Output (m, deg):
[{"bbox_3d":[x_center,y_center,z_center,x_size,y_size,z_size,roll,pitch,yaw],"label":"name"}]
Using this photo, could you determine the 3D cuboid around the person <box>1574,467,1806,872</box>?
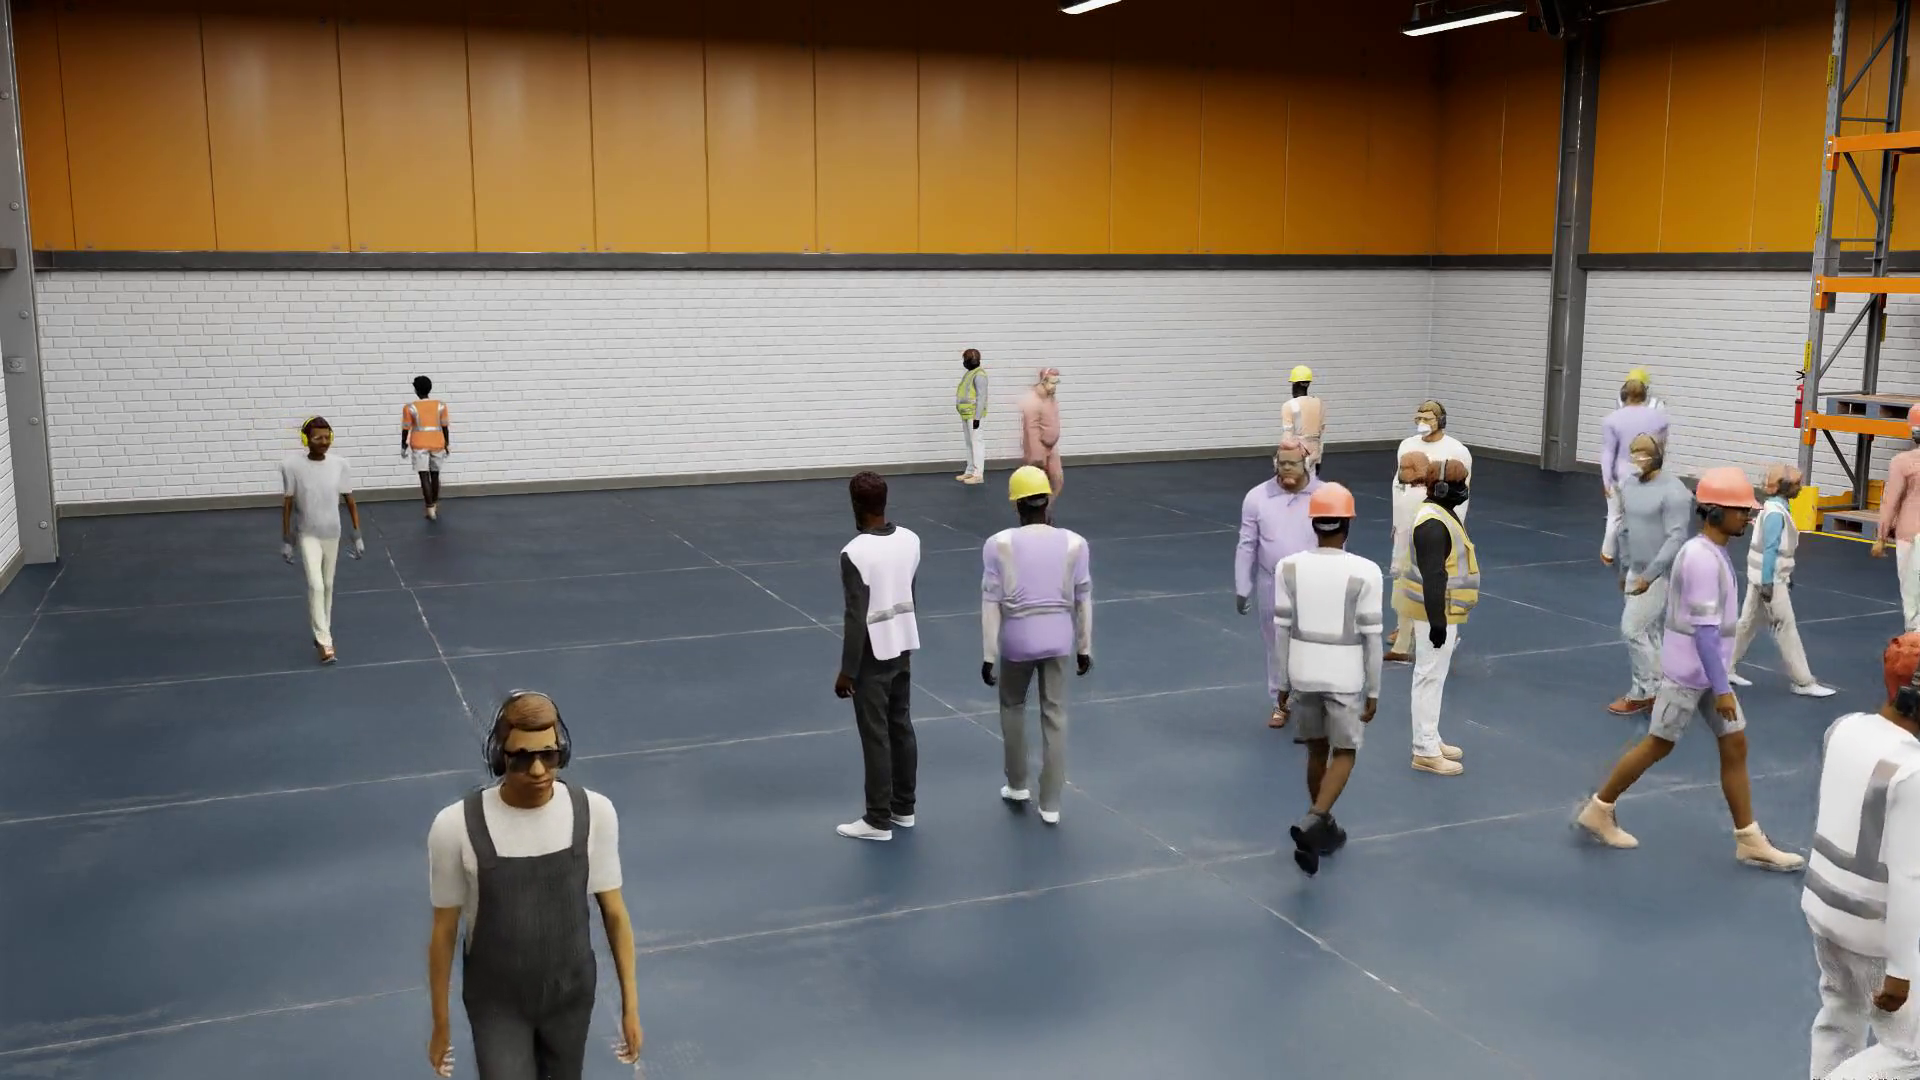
[{"bbox_3d":[3.620,0.625,8.231,1.062,1.998,0.608,6,11,33],"label":"person"}]

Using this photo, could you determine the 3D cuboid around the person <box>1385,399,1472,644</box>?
[{"bbox_3d":[3.614,-0.117,12.857,0.370,1.940,0.627,-9,13,-44],"label":"person"}]

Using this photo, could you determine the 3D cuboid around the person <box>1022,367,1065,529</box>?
[{"bbox_3d":[0.918,-0.988,18.377,0.488,1.863,0.702,5,11,29],"label":"person"}]

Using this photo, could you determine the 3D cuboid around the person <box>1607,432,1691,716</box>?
[{"bbox_3d":[4.509,0.241,10.859,0.555,1.892,0.668,-1,9,-8],"label":"person"}]

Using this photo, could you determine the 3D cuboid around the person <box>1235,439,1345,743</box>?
[{"bbox_3d":[2.055,0.312,10.437,0.676,1.876,0.791,3,10,19],"label":"person"}]

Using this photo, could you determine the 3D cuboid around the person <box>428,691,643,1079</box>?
[{"bbox_3d":[-1.124,1.319,4.509,0.548,1.818,0.788,-5,11,-29],"label":"person"}]

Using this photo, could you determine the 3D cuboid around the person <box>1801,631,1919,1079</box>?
[{"bbox_3d":[2.764,1.189,5.145,0.482,1.871,0.611,0,9,-2],"label":"person"}]

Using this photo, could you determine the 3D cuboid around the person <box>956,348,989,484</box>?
[{"bbox_3d":[0.160,-1.692,22.698,0.429,1.844,0.626,-3,10,-17],"label":"person"}]

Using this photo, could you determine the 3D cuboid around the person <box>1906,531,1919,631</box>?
[{"bbox_3d":[6.221,0.456,10.416,0.524,1.602,0.725,6,11,34],"label":"person"}]

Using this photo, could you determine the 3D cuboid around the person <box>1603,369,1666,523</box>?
[{"bbox_3d":[7.666,-1.042,18.896,0.611,1.782,0.905,8,12,41],"label":"person"}]

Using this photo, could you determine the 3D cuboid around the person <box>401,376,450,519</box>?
[{"bbox_3d":[-6.311,-1.097,19.589,0.550,1.662,0.712,-7,12,-35],"label":"person"}]

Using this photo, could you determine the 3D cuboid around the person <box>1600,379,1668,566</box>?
[{"bbox_3d":[6.442,-0.605,15.995,0.629,1.882,1.039,1,9,8],"label":"person"}]

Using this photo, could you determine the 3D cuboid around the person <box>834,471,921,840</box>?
[{"bbox_3d":[-0.416,0.599,8.600,0.393,1.915,0.587,6,11,32],"label":"person"}]

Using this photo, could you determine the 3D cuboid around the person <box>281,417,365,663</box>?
[{"bbox_3d":[-4.762,-0.002,12.487,0.544,1.829,0.886,-8,12,-39],"label":"person"}]

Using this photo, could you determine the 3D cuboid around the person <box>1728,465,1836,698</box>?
[{"bbox_3d":[5.660,0.277,11.531,0.780,1.598,0.533,4,10,24],"label":"person"}]

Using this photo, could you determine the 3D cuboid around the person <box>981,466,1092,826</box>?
[{"bbox_3d":[0.398,0.546,8.961,0.625,1.892,0.735,-2,10,-10],"label":"person"}]

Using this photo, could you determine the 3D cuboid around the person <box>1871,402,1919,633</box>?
[{"bbox_3d":[7.043,-0.029,12.213,0.612,1.974,0.459,-1,9,-9],"label":"person"}]

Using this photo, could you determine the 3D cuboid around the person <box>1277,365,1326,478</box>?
[{"bbox_3d":[3.546,-0.857,17.379,0.594,1.924,0.379,-6,11,-34],"label":"person"}]

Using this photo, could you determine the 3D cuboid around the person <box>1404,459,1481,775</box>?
[{"bbox_3d":[2.831,0.437,9.798,0.429,1.844,0.626,3,10,18],"label":"person"}]

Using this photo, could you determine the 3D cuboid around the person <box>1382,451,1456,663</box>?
[{"bbox_3d":[3.371,0.149,12.220,0.564,1.613,0.508,7,12,38],"label":"person"}]

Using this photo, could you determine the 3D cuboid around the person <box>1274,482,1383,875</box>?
[{"bbox_3d":[1.768,0.680,8.127,0.545,1.912,0.778,5,11,29],"label":"person"}]
